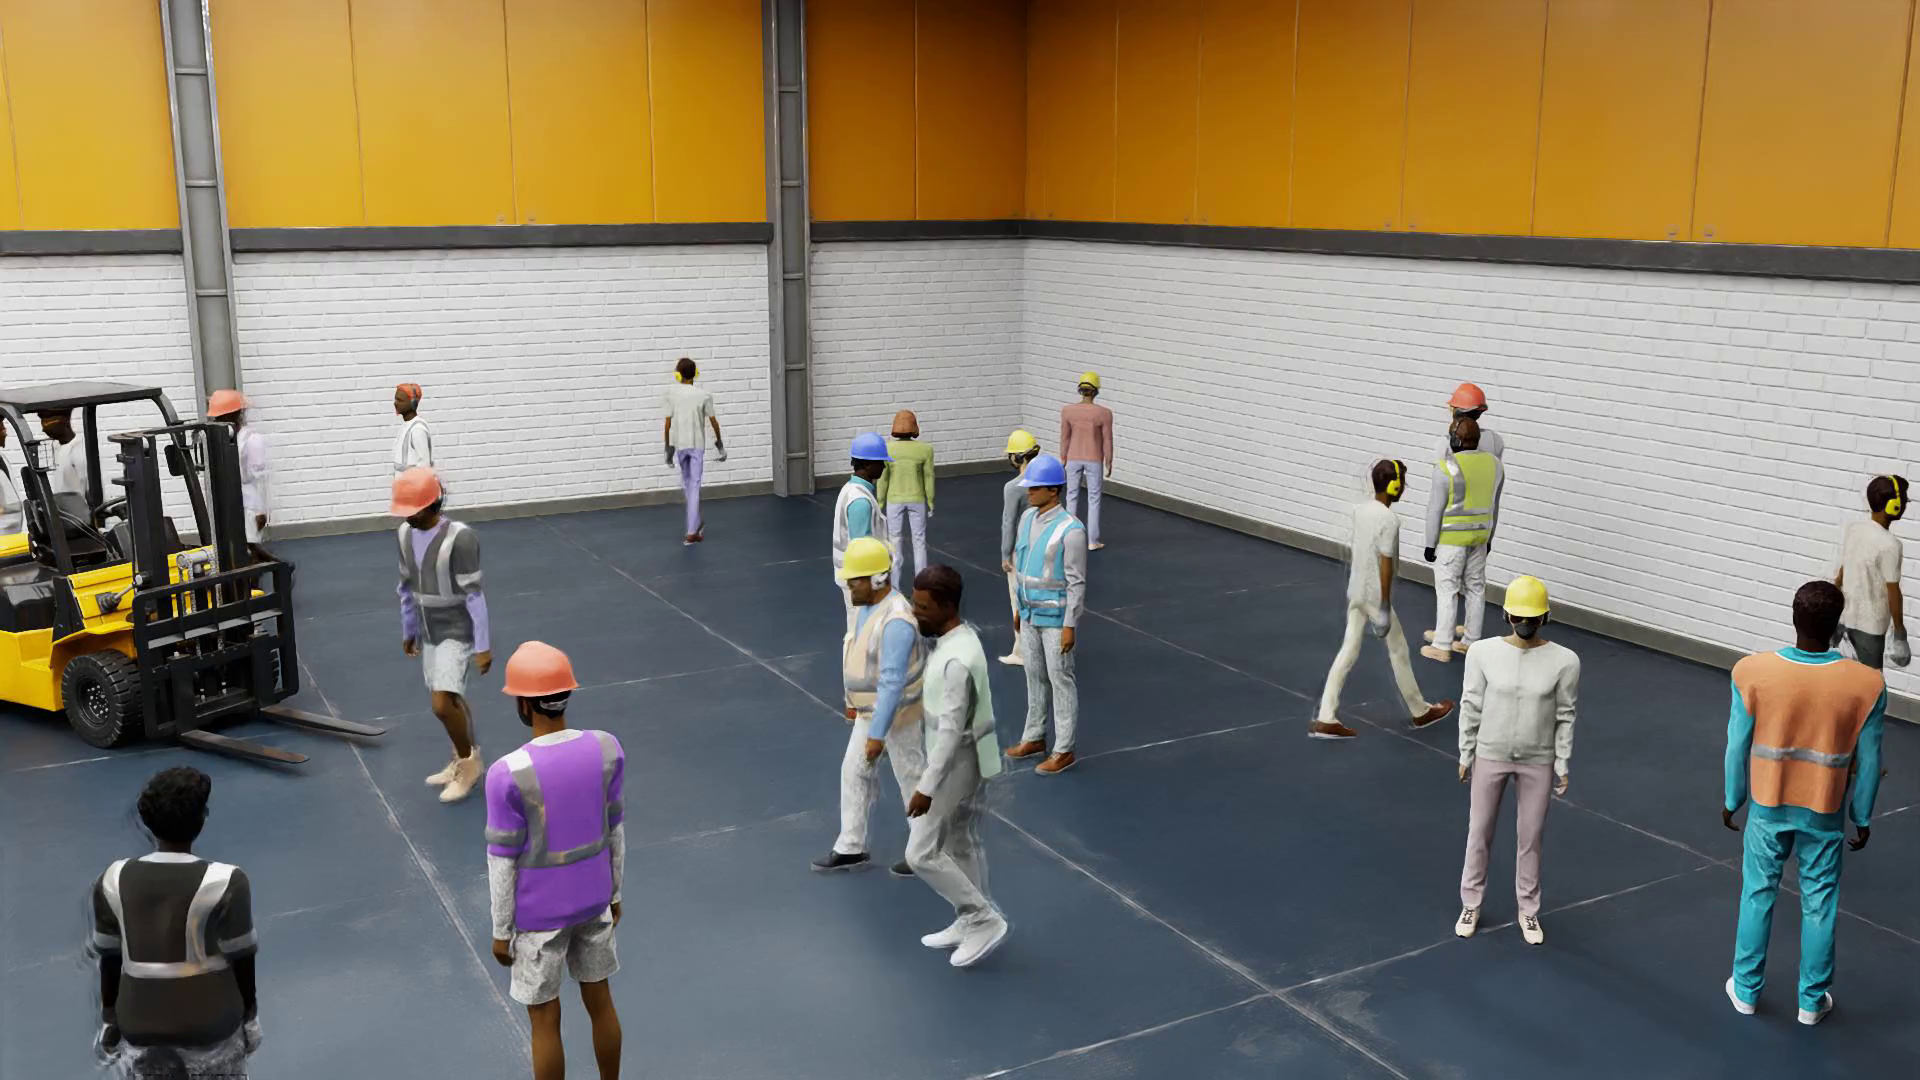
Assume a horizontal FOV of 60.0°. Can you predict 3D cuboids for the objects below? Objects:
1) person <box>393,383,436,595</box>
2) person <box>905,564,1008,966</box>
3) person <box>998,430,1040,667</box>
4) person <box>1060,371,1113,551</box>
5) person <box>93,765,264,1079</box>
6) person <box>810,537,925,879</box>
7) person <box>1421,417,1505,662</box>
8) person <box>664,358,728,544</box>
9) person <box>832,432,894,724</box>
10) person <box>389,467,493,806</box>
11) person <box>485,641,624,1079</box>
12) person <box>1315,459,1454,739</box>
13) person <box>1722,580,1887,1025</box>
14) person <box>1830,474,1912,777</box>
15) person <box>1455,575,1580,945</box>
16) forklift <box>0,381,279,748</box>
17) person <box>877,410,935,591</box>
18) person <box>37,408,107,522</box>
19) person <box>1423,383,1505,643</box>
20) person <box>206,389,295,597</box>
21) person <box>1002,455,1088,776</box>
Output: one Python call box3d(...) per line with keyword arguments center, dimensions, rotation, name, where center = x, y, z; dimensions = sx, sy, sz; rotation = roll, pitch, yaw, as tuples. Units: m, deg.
box3d(center=(-4.671, -0.407, 14.239), dimensions=(0.353, 1.884, 0.578), rotation=(-7, 14, -28), name="person")
box3d(center=(-0.045, 1.027, 7.487), dimensions=(0.461, 1.894, 0.607), rotation=(-1, 12, -4), name="person")
box3d(center=(0.478, 0.061, 12.353), dimensions=(0.339, 1.761, 0.528), rotation=(11, 16, 42), name="person")
box3d(center=(1.234, -0.769, 16.242), dimensions=(0.532, 1.758, 0.344), rotation=(4, 13, 17), name="person")
box3d(center=(-2.558, 1.581, 5.433), dimensions=(0.541, 1.674, 0.489), rotation=(1, 12, 7), name="person")
box3d(center=(-0.446, 0.874, 8.438), dimensions=(0.769, 1.791, 0.630), rotation=(-5, 13, -21), name="person")
box3d(center=(3.744, -0.004, 12.467), dimensions=(0.625, 1.838, 0.430), rotation=(-5, 13, -22), name="person")
box3d(center=(-2.646, -0.917, 16.749), dimensions=(0.566, 1.828, 0.849), rotation=(2, 12, 9), name="person")
box3d(center=(-0.636, 0.250, 11.039), dimensions=(0.415, 1.939, 0.604), rotation=(-1, 12, -5), name="person")
box3d(center=(-2.958, 0.543, 9.538), dimensions=(0.726, 1.983, 0.623), rotation=(8, 15, 35), name="person")
box3d(center=(-1.479, 1.313, 6.073), dimensions=(0.545, 1.930, 0.387), rotation=(-12, 17, -44), name="person")
box3d(center=(2.731, 0.383, 10.709), dimensions=(1.004, 1.809, 0.531), rotation=(-4, 13, -19), name="person")
box3d(center=(3.540, 1.112, 7.037), dimensions=(0.593, 1.920, 0.391), rotation=(6, 13, 25), name="person")
box3d(center=(5.446, 0.529, 9.922), dimensions=(0.367, 1.854, 0.533), rotation=(1, 12, 3), name="person")
box3d(center=(2.601, 1.026, 7.800), dimensions=(0.523, 1.769, 0.309), rotation=(3, 12, 14), name="person")
box3d(center=(-5.853, 0.085, 11.199), dimensions=(2.313, 2.155, 1.214), rotation=(7, 14, 28), name="forklift")
box3d(center=(-0.468, -0.312, 14.384), dimensions=(0.507, 1.631, 0.276), rotation=(-1, 12, -4), name="person")
box3d(center=(-6.809, -0.163, 12.983), dimensions=(0.549, 1.932, 0.644), rotation=(-11, 17, -43), name="person")
box3d(center=(3.874, -0.193, 12.851), dimensions=(0.611, 2.048, 0.364), rotation=(-5, 13, -22), name="person")
box3d(center=(-5.867, -0.331, 13.836), dimensions=(0.557, 1.905, 0.713), rotation=(7, 14, 29), name="person")
box3d(center=(0.523, 0.447, 10.086), dimensions=(0.391, 1.948, 0.605), rotation=(-8, 15, -34), name="person")
